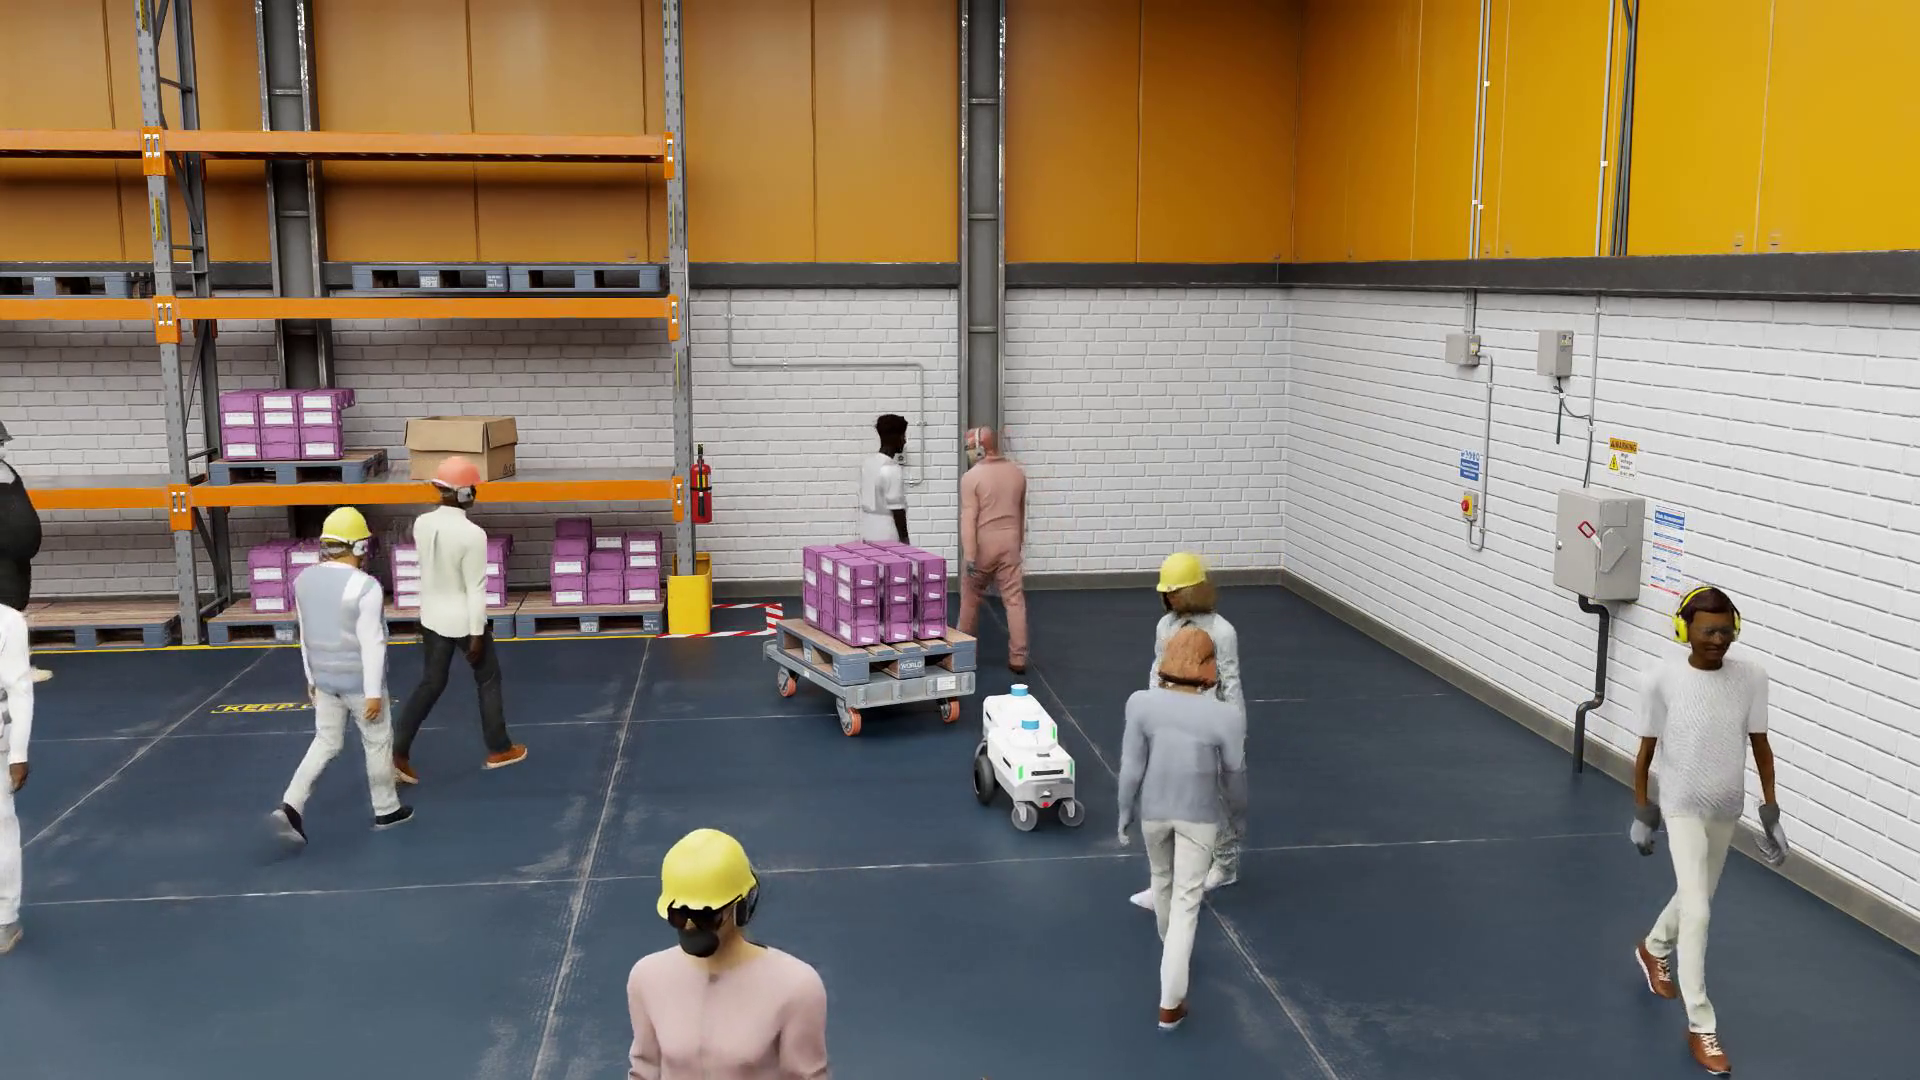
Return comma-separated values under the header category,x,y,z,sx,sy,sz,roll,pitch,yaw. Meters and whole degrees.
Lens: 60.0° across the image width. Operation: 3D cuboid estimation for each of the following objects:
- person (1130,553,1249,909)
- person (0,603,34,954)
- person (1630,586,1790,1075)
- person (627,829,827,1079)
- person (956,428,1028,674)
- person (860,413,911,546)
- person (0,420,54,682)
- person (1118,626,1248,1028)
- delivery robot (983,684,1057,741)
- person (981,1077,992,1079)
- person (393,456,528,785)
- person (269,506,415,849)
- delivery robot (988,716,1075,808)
category,x,y,z,sx,sy,sz,roll,pitch,yaw
person,1.054,0.911,7.968,0.837,1.704,0.493,-6,11,-33
person,-4.405,0.921,7.384,0.591,1.877,0.396,0,9,0
person,2.950,1.067,6.645,0.532,1.834,0.946,0,9,-3
person,-0.543,1.515,4.076,0.528,1.744,0.621,2,9,14
person,0.219,0.064,12.770,0.739,1.858,0.944,-6,11,-33
person,-0.586,-0.038,13.185,0.643,1.936,0.631,-5,10,-29
person,-7.202,0.050,12.311,0.770,2.000,0.689,-1,9,-3
person,0.943,1.139,6.910,0.507,1.587,0.819,5,10,27
delivery robot,0.357,1.113,10.008,0.477,0.478,0.707,-1,9,-9
person,0.053,1.708,2.584,0.430,1.838,0.625,6,11,32
person,-3.057,0.476,9.919,0.603,1.964,0.950,5,10,29
person,-3.295,0.726,8.826,0.593,1.808,0.811,4,10,23
delivery robot,0.392,1.228,9.287,0.477,0.478,0.707,-2,9,-13
